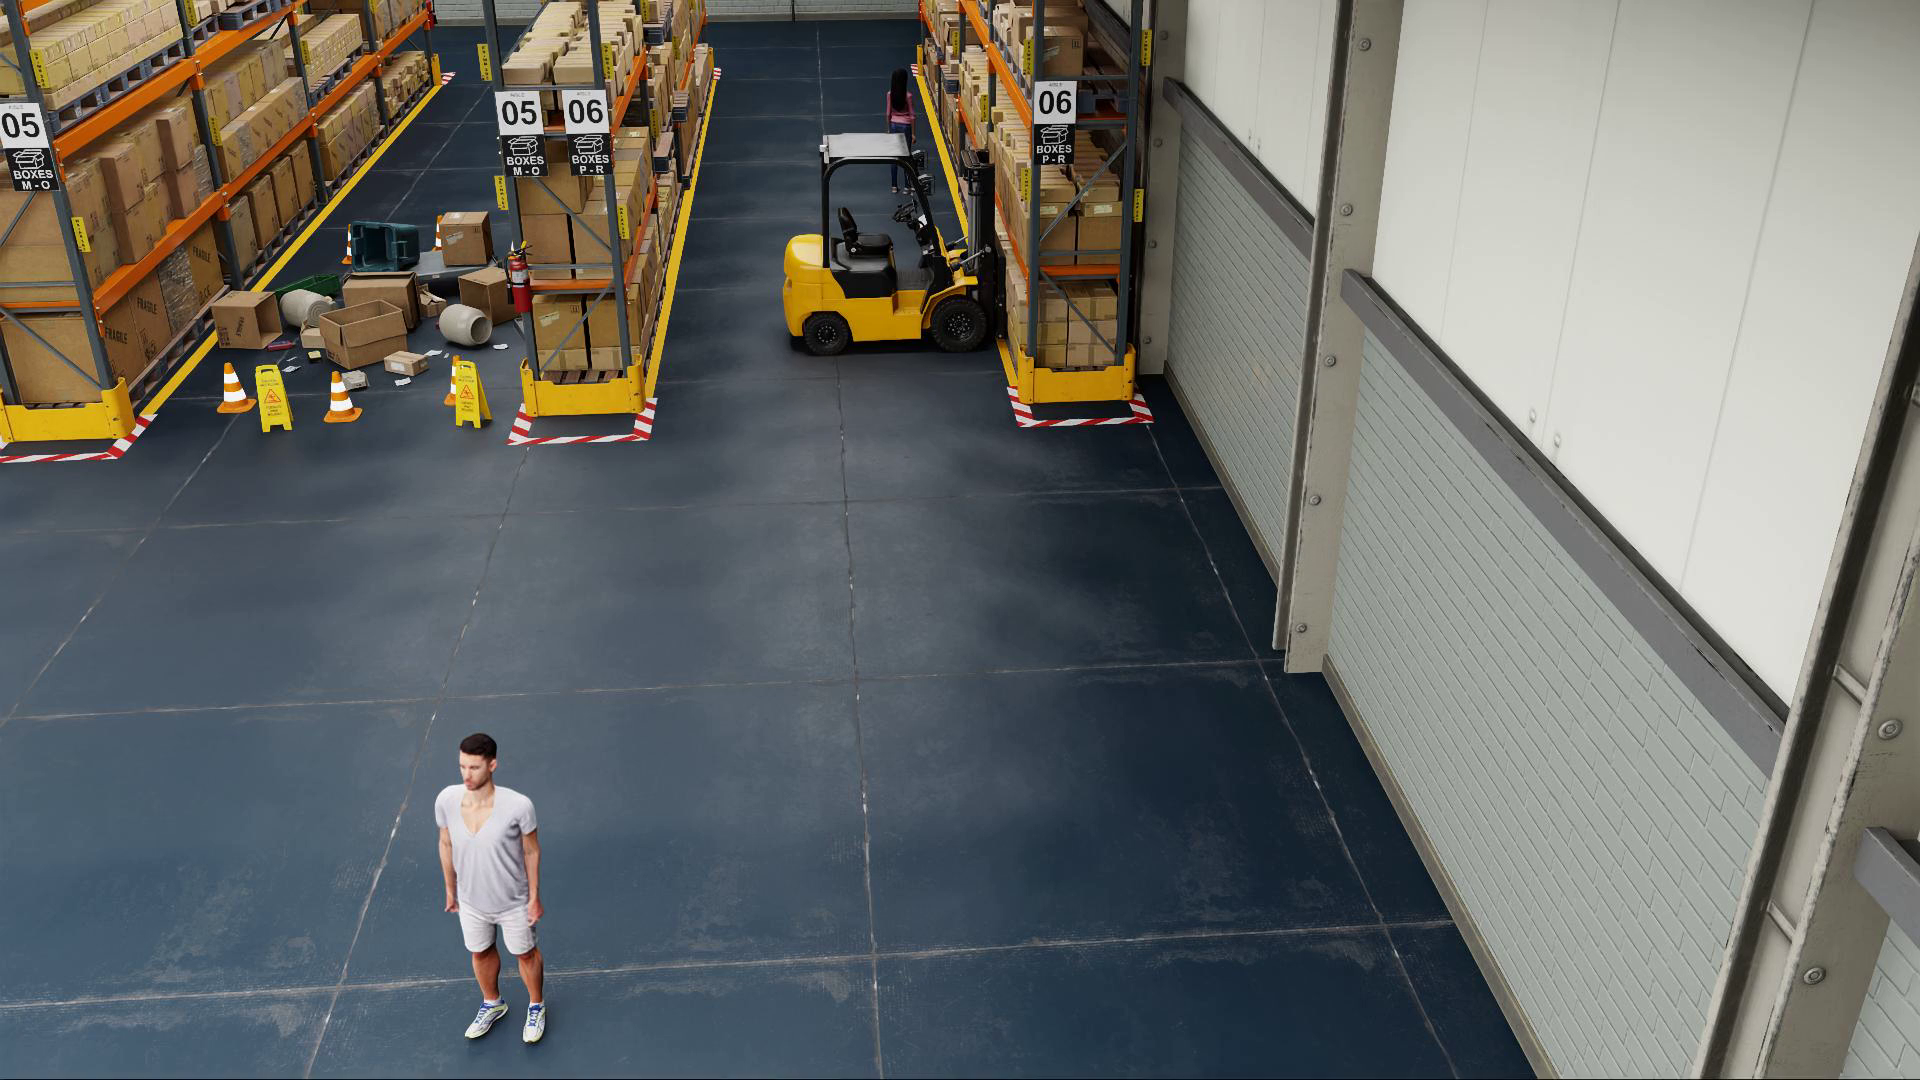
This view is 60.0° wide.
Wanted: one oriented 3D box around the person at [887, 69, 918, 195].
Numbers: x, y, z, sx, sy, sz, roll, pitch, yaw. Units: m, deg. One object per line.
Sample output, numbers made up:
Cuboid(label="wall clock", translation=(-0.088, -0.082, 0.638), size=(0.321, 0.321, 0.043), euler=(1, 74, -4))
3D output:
Cuboid(label="person", translation=(-0.847, -5.792, 23.534), size=(0.645, 1.742, 0.628), euler=(9, 29, 18))

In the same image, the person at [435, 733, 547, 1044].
Cuboid(label="person", translation=(-2.419, 1.801, 8.663), size=(0.726, 1.855, 0.648), euler=(3, 27, 7))
